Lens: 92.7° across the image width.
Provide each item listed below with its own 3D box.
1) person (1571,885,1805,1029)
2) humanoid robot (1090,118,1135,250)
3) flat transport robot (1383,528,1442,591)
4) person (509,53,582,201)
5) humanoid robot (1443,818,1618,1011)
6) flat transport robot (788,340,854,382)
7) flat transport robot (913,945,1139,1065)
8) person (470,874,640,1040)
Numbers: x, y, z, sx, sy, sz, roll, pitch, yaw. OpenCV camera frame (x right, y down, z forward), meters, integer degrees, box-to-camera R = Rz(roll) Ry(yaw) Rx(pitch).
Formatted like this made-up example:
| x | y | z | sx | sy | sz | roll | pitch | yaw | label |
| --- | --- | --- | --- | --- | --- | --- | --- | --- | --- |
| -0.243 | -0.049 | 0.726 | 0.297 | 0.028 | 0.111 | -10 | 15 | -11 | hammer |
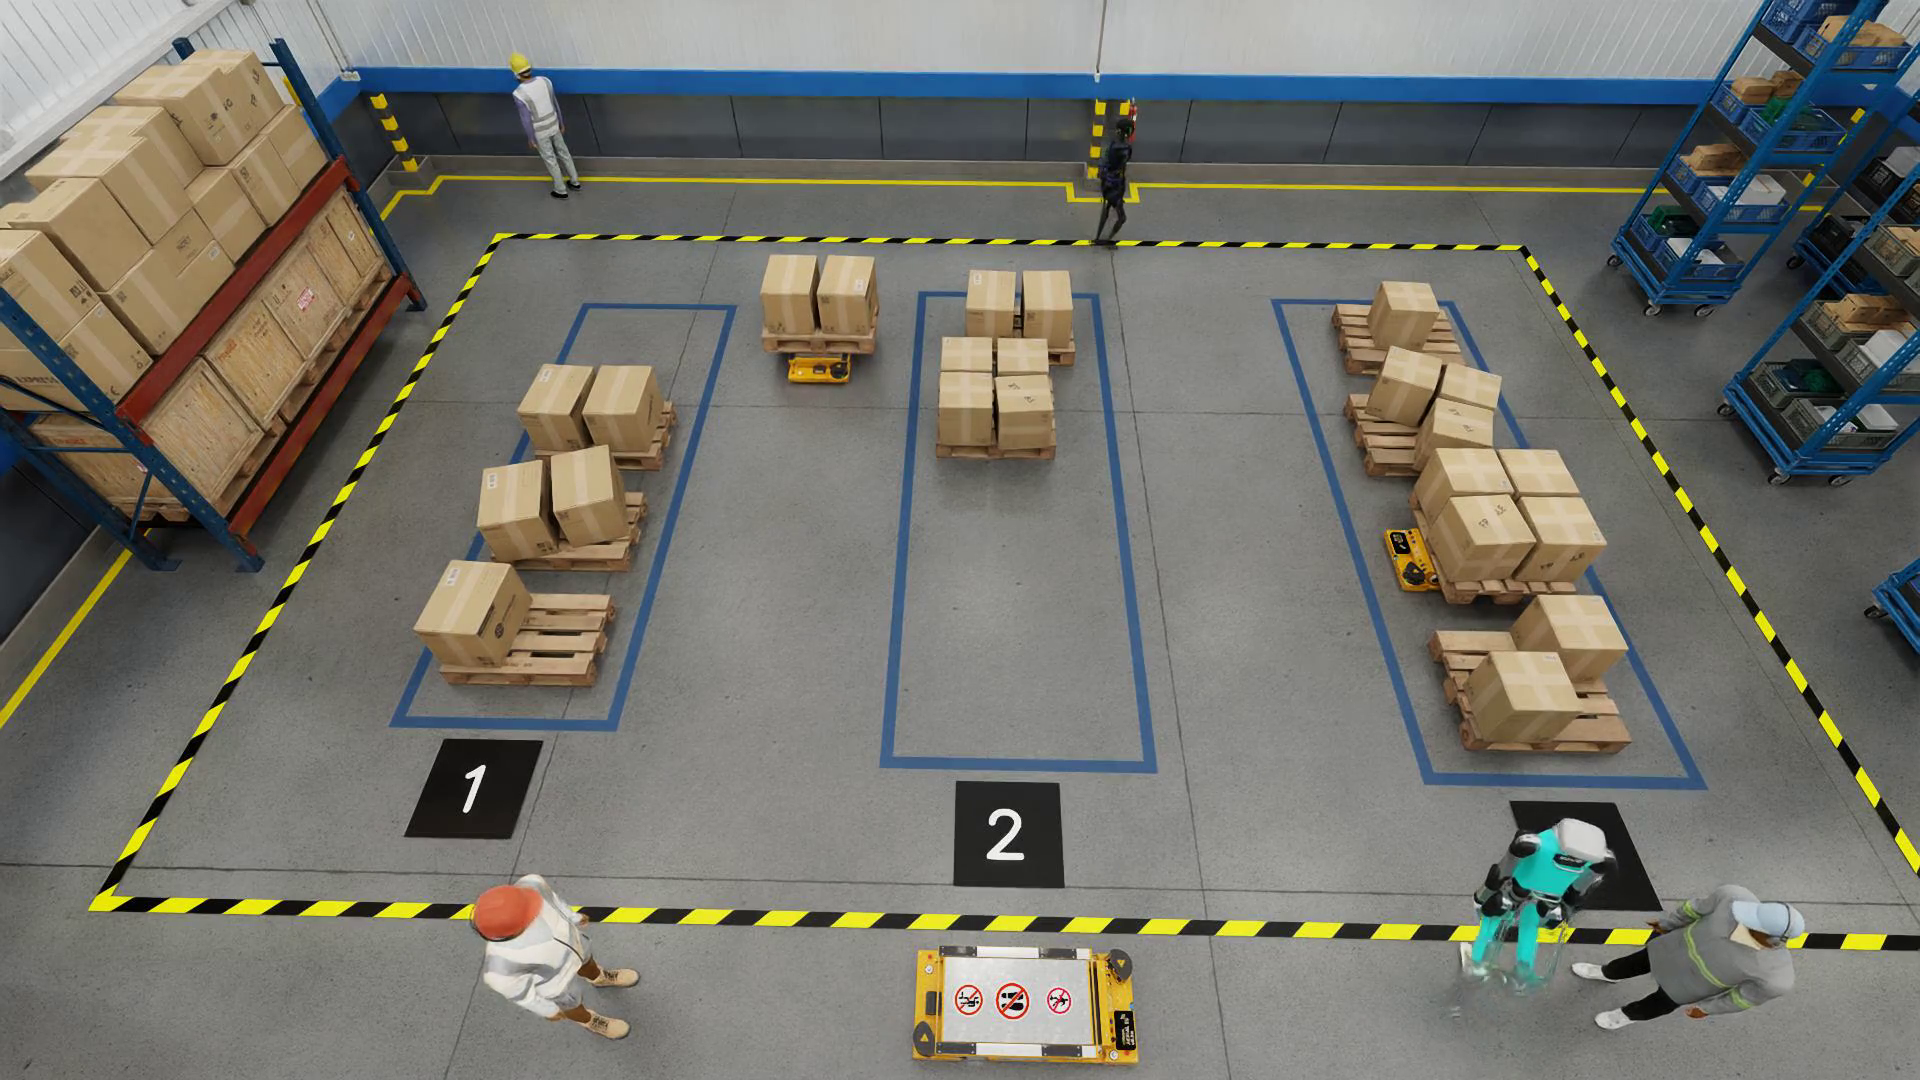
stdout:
| x | y | z | sx | sy | sz | roll | pitch | yaw | label |
| --- | --- | --- | --- | --- | --- | --- | --- | --- | --- |
| 4.307 | 2.506 | 5.424 | 0.405 | 1.848 | 0.589 | 0 | 51 | 0 | person |
| 1.852 | -4.301 | 11.089 | 0.415 | 1.644 | 0.616 | -7 | 51 | -6 | humanoid robot |
| 4.689 | 0.155 | 8.342 | 1.431 | 0.197 | 0.652 | 1 | 51 | 1 | flat transport robot |
| -5.360 | -5.298 | 11.797 | 0.404 | 1.827 | 0.598 | 23 | 54 | 18 | person |
| 3.426 | 2.420 | 5.637 | 0.544 | 1.881 | 0.761 | 10 | 52 | 8 | humanoid robot |
| -1.528 | -2.327 | 10.365 | 0.652 | 0.197 | 1.431 | 1 | 51 | 1 | flat transport robot |
| 0.422 | 3.041 | 6.007 | 1.431 | 0.231 | 0.659 | 1 | 51 | 1 | flat transport robot |
| -2.325 | 2.449 | 5.346 | 0.373 | 2.042 | 0.613 | 0 | 51 | 0 | person |
